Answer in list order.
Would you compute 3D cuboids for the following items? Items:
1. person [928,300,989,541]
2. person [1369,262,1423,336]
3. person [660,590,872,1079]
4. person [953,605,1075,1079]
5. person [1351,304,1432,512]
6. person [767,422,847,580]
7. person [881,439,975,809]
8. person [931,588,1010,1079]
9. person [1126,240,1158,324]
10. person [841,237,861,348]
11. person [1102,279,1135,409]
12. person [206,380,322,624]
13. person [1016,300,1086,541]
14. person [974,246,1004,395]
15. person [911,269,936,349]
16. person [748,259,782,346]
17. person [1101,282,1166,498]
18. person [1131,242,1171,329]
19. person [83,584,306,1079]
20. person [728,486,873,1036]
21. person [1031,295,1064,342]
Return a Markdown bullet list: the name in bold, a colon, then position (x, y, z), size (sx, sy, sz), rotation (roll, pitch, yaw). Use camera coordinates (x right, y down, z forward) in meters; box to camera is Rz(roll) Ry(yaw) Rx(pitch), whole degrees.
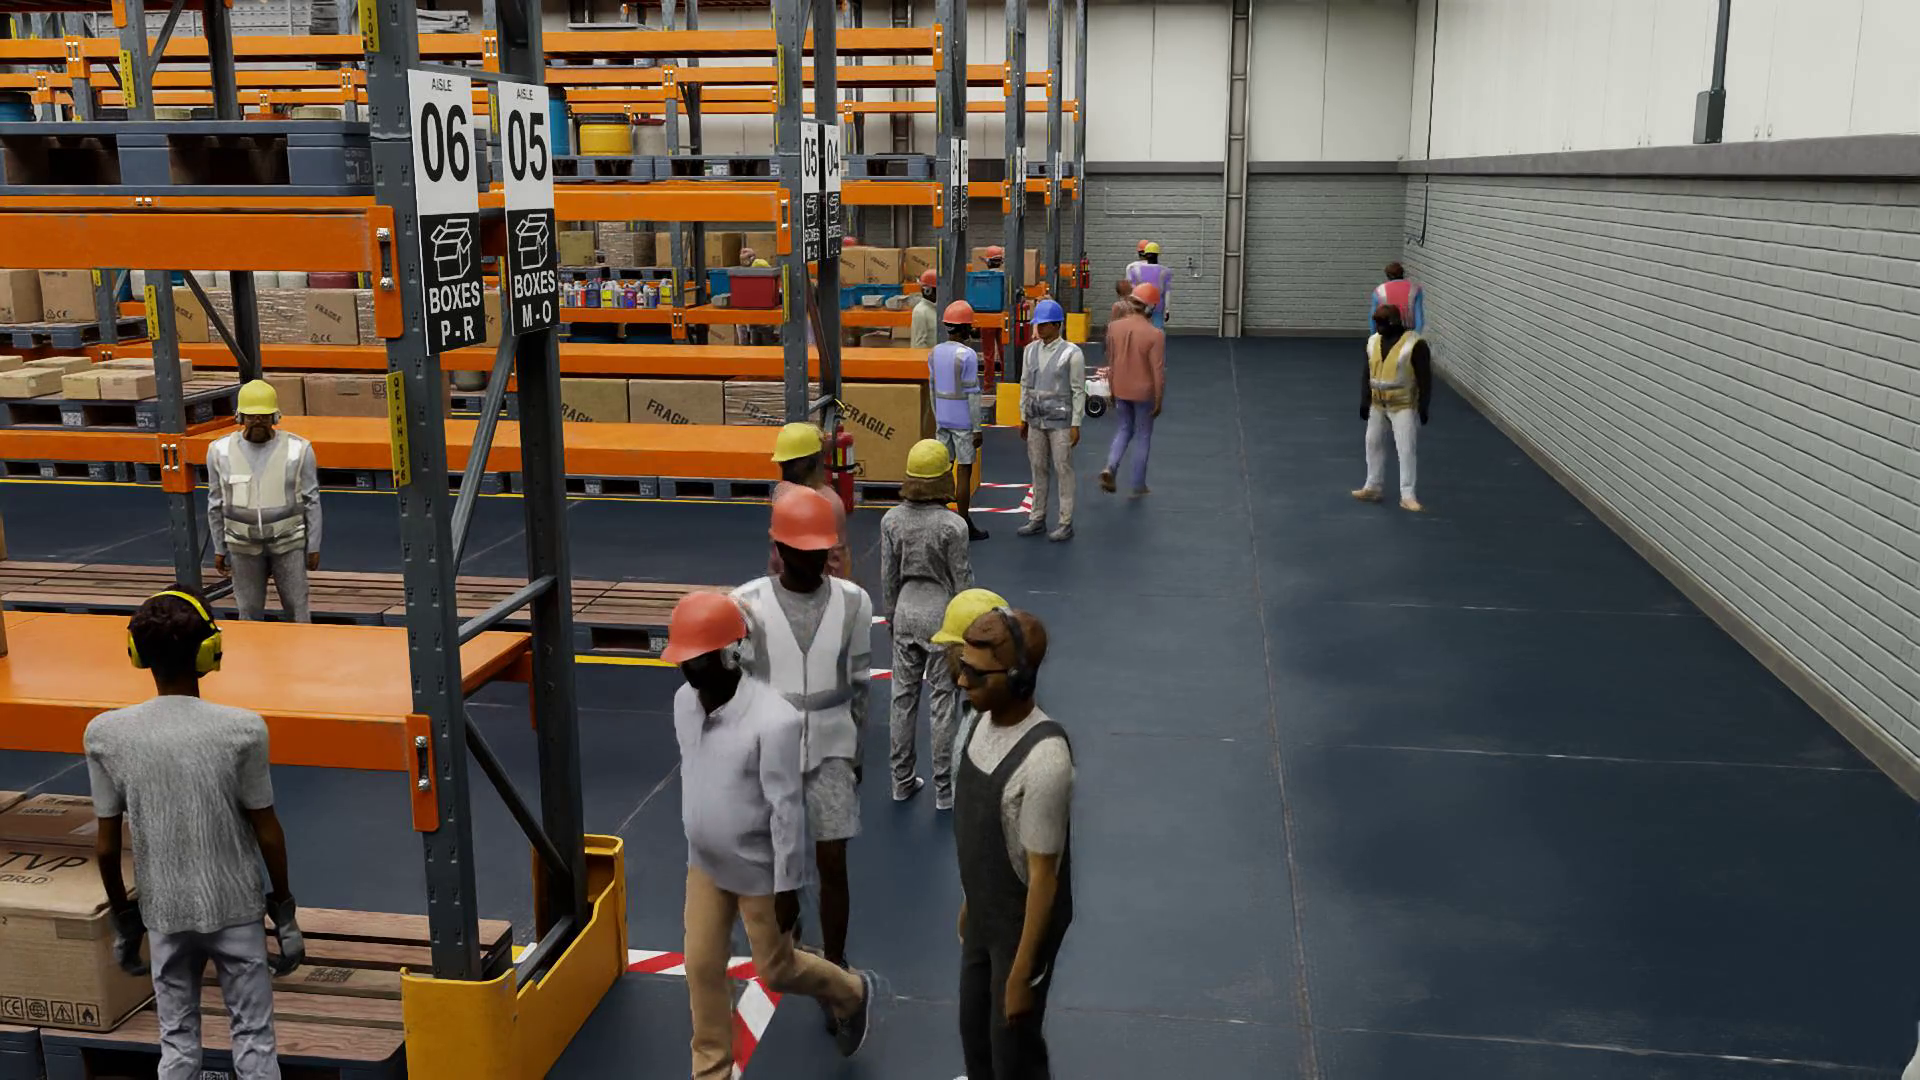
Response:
- **person**: position (-0.011, -0.956, 13.423), size (0.359, 1.938, 0.545), rotation (-11, 17, -42)
- **person**: position (5.578, -2.639, 21.323), size (0.645, 1.804, 0.517), rotation (2, 13, 10)
- **person**: position (-0.636, 0.964, 5.250), size (0.564, 1.717, 0.747), rotation (10, 16, 37)
- **person**: position (0.112, 1.063, 4.536), size (0.374, 1.838, 0.524), rotation (-4, 13, -19)
- **person**: position (3.860, -1.182, 14.767), size (0.433, 1.813, 0.811), rotation (-9, 15, -35)
- **person**: position (-0.714, 0.260, 8.358), size (0.610, 1.746, 0.536), rotation (-10, 16, -39)
- **person**: position (-0.138, 0.392, 7.777), size (0.491, 1.746, 0.285), rotation (8, 15, 31)
- **person**: position (0.078, 0.995, 5.083), size (0.335, 1.734, 0.501), rotation (0, 12, 2)
- **person**: position (2.811, -3.641, 25.579), size (0.542, 1.928, 0.401), rotation (1, 13, 6)
- **person**: position (-1.778, -3.945, 26.965), size (0.394, 1.923, 0.556), rotation (1, 13, 5)
- **person**: position (2.040, -2.451, 20.869), size (0.419, 1.622, 0.523), rotation (5, 14, 23)
- **person**: position (-3.895, 0.006, 9.348), size (0.593, 1.826, 0.404), rotation (-3, 13, -15)
- **person**: position (0.723, -0.963, 13.430), size (0.614, 1.945, 0.404), rotation (11, 16, 40)
- **person**: position (0.449, -2.882, 21.984), size (0.625, 1.992, 0.386), rotation (-8, 15, -33)
- **person**: position (-0.307, -1.740, 16.840), size (0.389, 1.990, 0.610), rotation (2, 13, 9)
- **person**: position (-2.608, -2.796, 21.994), size (0.587, 1.823, 0.403), rotation (9, 16, 36)
- **person**: position (1.580, -1.342, 15.084), size (0.632, 1.971, 0.519), rotation (10, 16, 39)
- **person**: position (2.819, -3.428, 24.619), size (0.587, 1.922, 0.383), rotation (2, 13, 8)
- **person**: position (-2.071, 1.039, 4.570), size (0.517, 1.874, 0.327), rotation (-1, 13, -4)
- **person**: position (-0.596, 0.715, 5.985), size (0.559, 1.903, 0.906), rotation (-3, 13, -15)
- **person**: position (0.960, -1.875, 18.274), size (0.315, 1.631, 0.523), rotation (-8, 15, -32)
